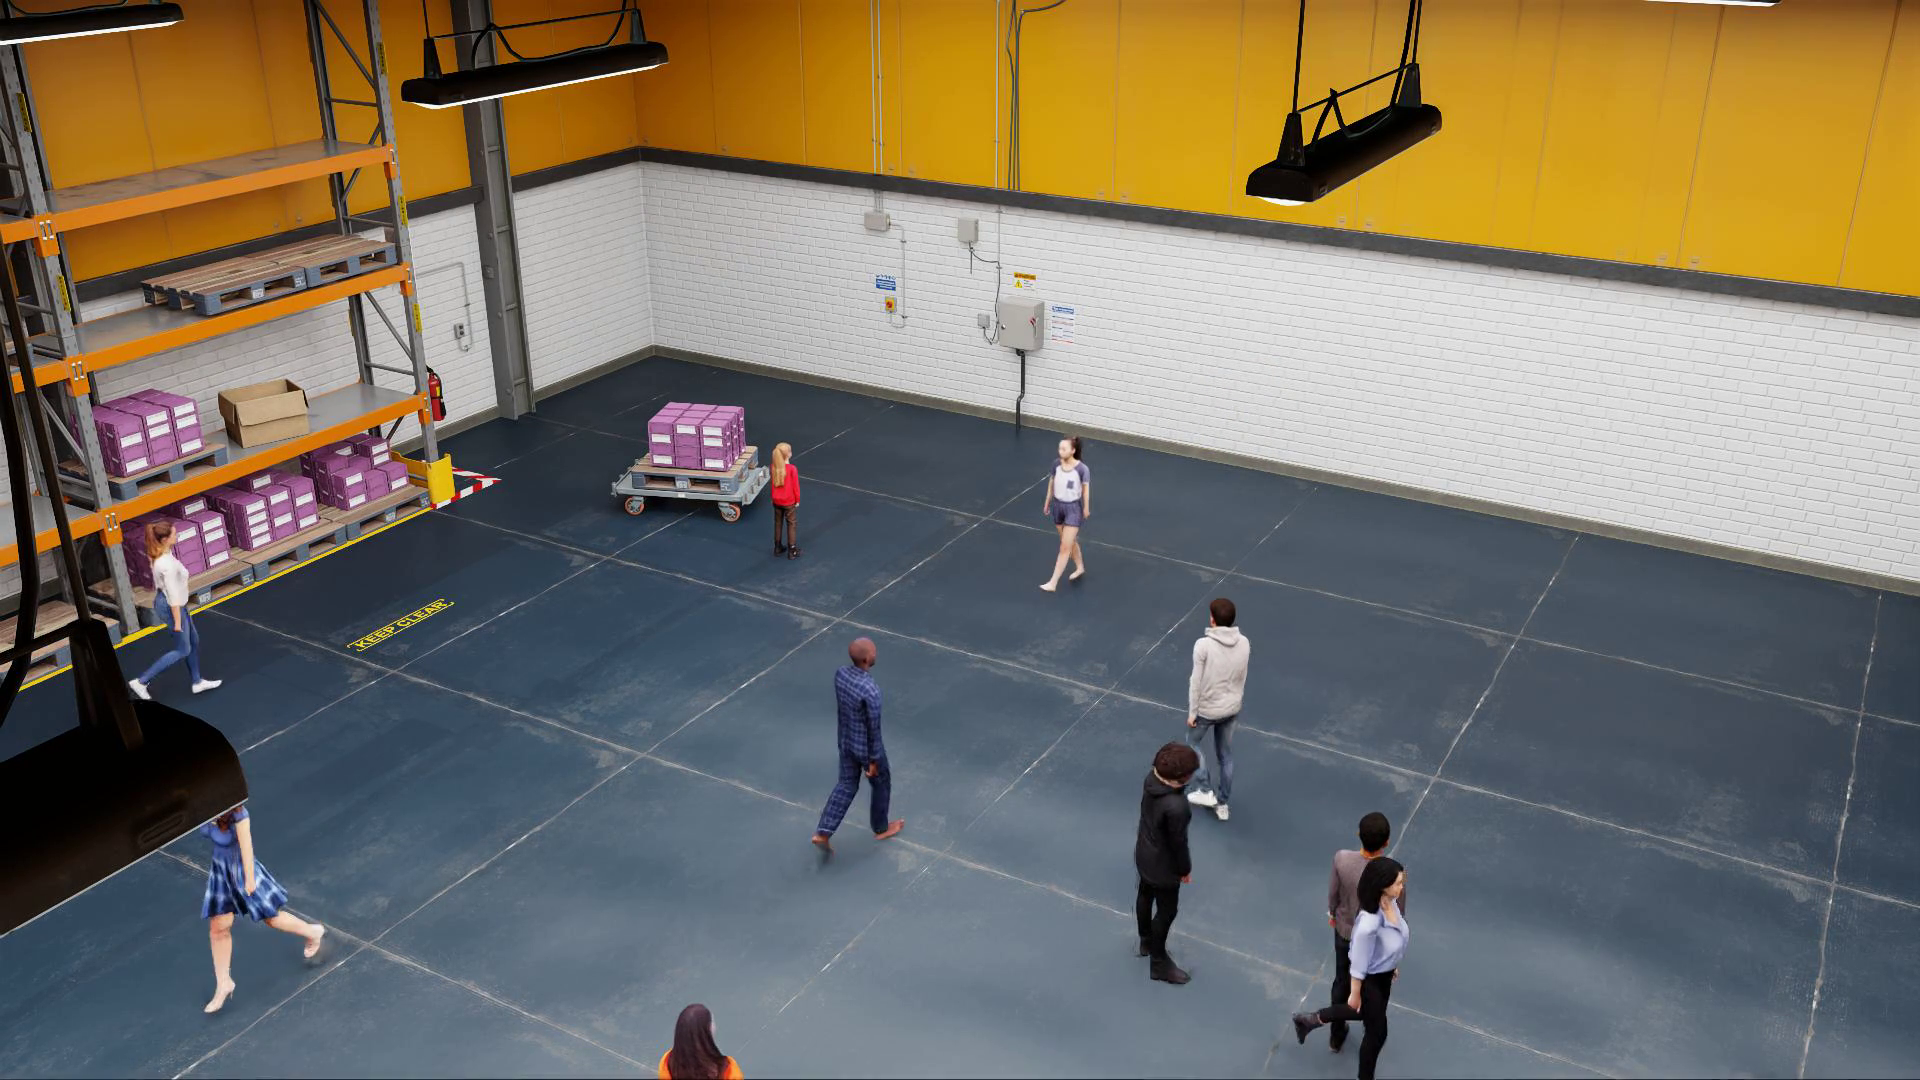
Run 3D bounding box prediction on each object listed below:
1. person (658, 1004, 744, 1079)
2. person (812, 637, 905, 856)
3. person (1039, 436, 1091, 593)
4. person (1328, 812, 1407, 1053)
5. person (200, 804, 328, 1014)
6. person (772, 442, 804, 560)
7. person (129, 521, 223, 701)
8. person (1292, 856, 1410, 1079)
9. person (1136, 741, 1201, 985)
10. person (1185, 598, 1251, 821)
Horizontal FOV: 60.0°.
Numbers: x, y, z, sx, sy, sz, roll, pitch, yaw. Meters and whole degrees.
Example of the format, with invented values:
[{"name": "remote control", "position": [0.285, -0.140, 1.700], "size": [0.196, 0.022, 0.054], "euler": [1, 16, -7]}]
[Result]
[{"name": "person", "position": [-1.347, 3.203, 8.857], "size": [0.682, 1.749, 0.654], "euler": [5, 24, 10]}, {"name": "person", "position": [-0.814, 1.570, 12.535], "size": [0.806, 1.794, 1.142], "euler": [20, 31, 38]}, {"name": "person", "position": [1.160, -0.295, 17.030], "size": [0.764, 1.612, 1.064], "euler": [21, 31, 39]}, {"name": "person", "position": [2.494, 2.490, 10.465], "size": [0.642, 1.766, 0.543], "euler": [13, 27, 28]}, {"name": "person", "position": [-4.707, 2.239, 11.036], "size": [0.690, 1.770, 1.140], "euler": [16, 28, 32]}, {"name": "person", "position": [-1.874, -0.432, 17.756], "size": [0.488, 1.282, 0.490], "euler": [11, 26, 24]}, {"name": "person", "position": [-7.053, 0.664, 14.729], "size": [1.083, 1.697, 0.900], "euler": [-15, 28, -31]}, {"name": "person", "position": [2.421, 2.653, 10.143], "size": [0.721, 1.725, 0.876], "euler": [15, 28, 31]}, {"name": "person", "position": [1.348, 2.122, 11.312], "size": [0.829, 1.764, 0.841], "euler": [-16, 28, -32]}, {"name": "person", "position": [2.045, 1.358, 12.967], "size": [0.801, 1.836, 0.881], "euler": [-10, 25, -21]}]
